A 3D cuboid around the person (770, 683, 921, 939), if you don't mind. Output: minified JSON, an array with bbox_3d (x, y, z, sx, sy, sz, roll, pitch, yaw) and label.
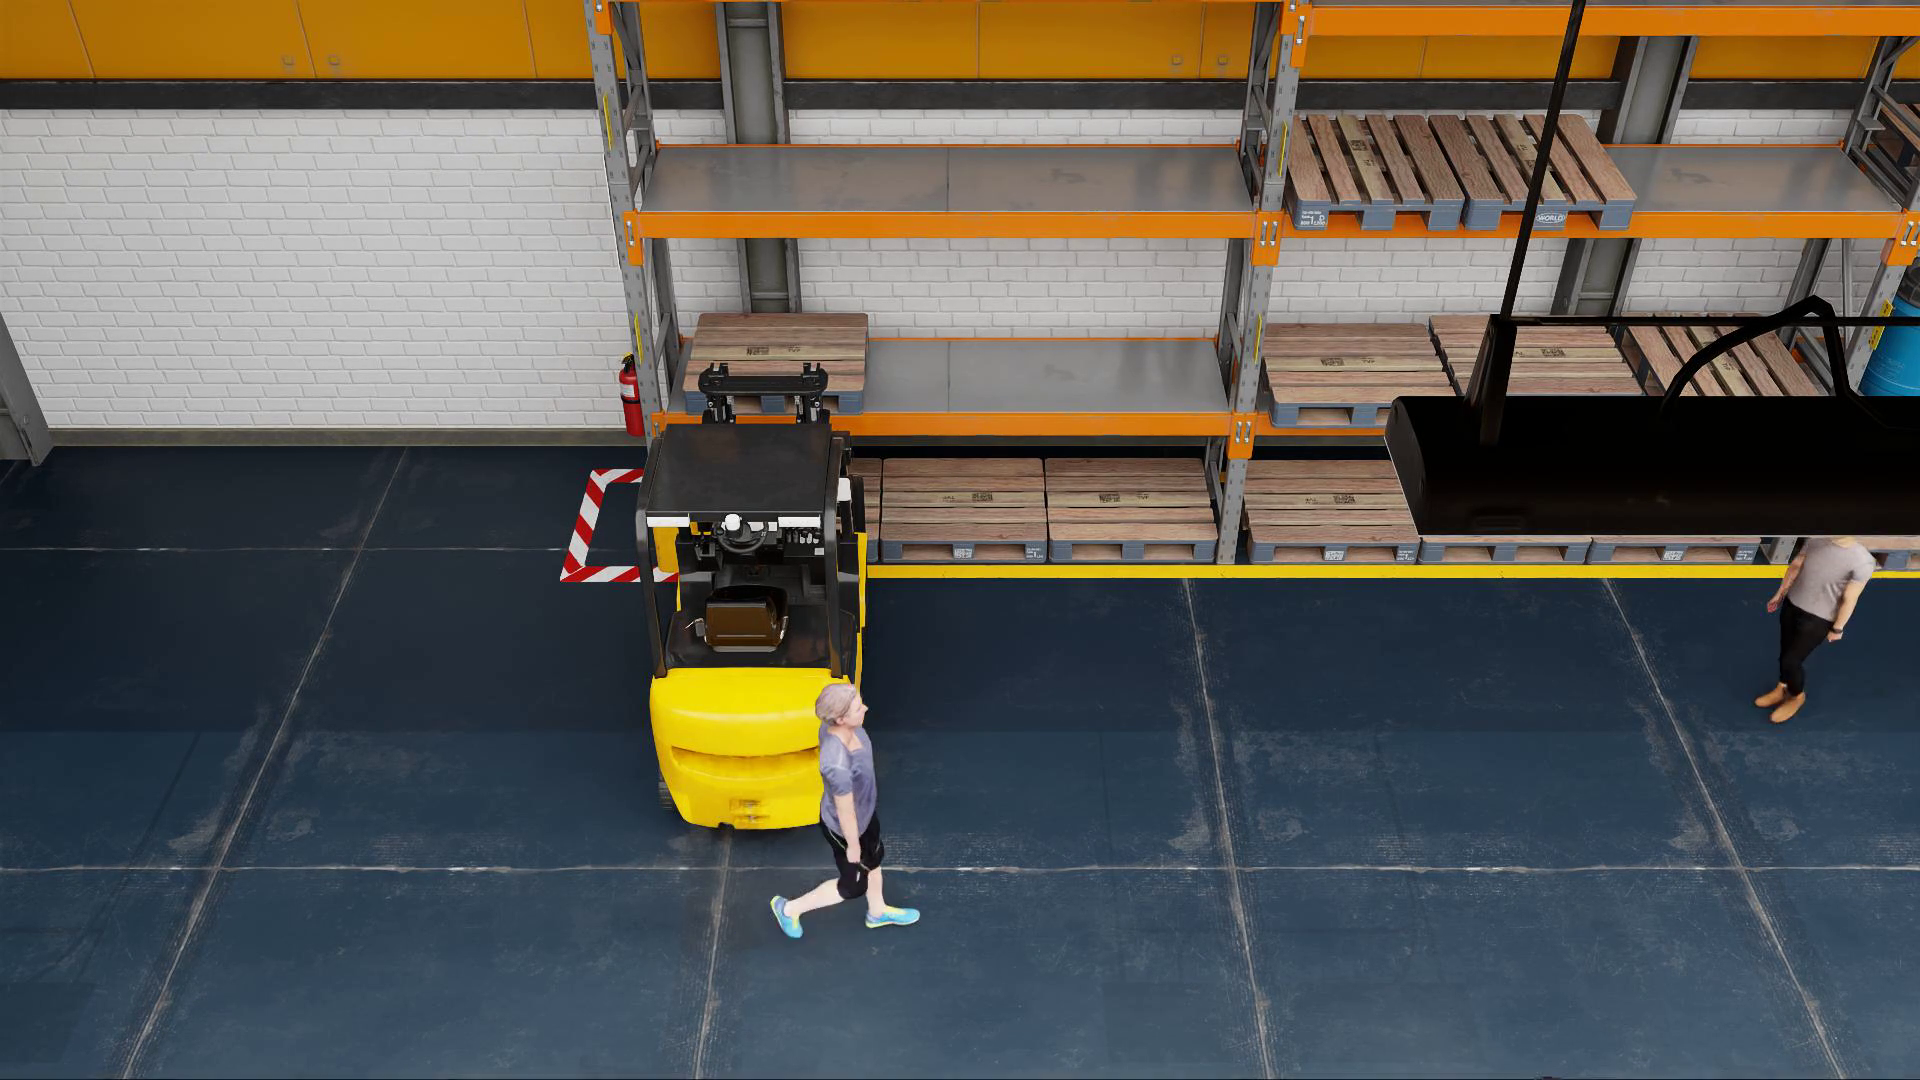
[{"bbox_3d":[-0.662,1.499,8.863,1.026,1.869,0.659,0,39,0],"label":"person"}]

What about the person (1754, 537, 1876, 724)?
[{"bbox_3d":[5.377,0.407,10.358,0.695,1.710,0.674,-11,40,-13],"label":"person"}]
